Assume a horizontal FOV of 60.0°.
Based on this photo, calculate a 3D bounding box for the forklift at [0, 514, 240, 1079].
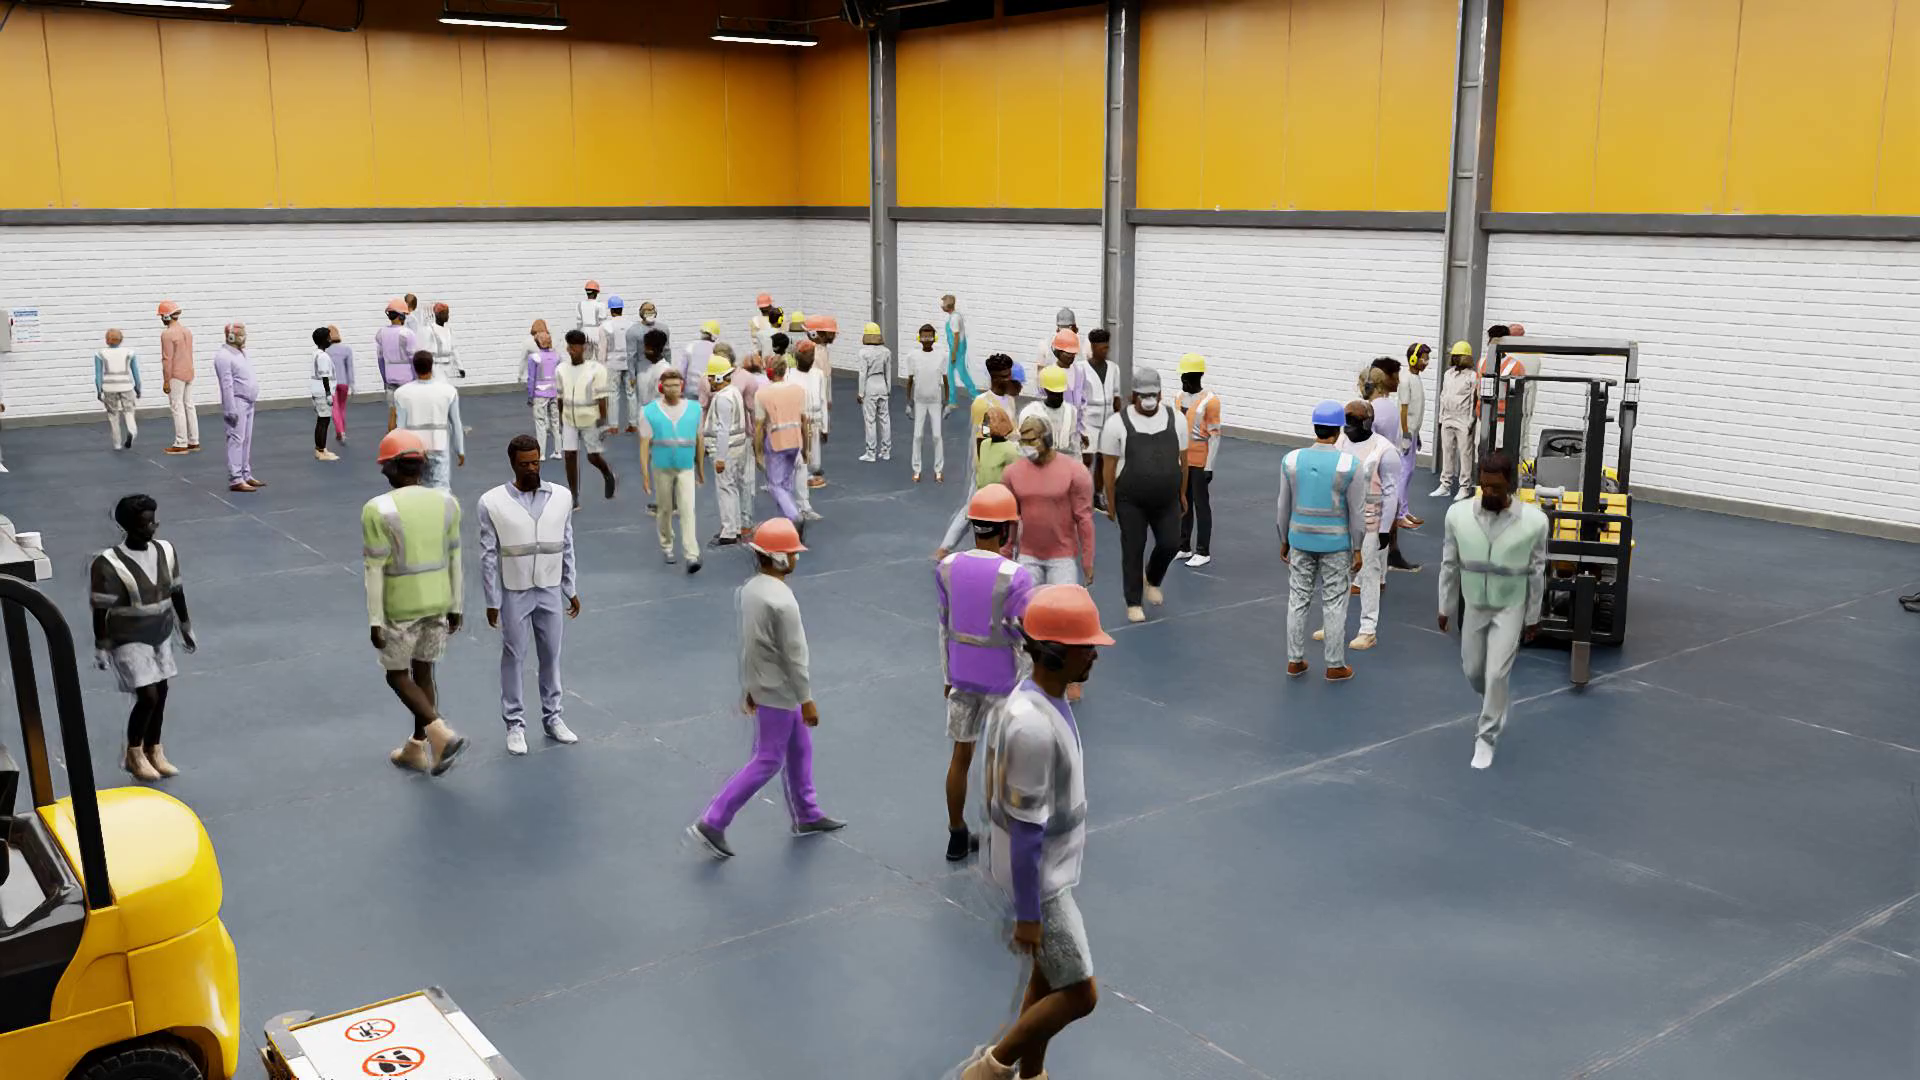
[{"bbox_3d":[-3.687,1.115,5.480,2.313,2.155,1.214,-9,15,-36],"label":"forklift"}]

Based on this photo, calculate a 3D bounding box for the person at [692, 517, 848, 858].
[{"bbox_3d":[-0.979,0.739,8.435,0.825,1.724,0.558,-4,12,-20],"label":"person"}]

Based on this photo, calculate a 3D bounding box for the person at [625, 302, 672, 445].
[{"bbox_3d":[-4.148,-2.225,22.269,0.636,1.928,0.384,-8,14,-35],"label":"person"}]

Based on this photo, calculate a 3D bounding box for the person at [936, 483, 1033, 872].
[{"bbox_3d":[0.142,0.679,8.234,0.544,1.930,0.388,8,14,34],"label":"person"}]

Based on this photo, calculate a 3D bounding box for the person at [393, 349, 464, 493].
[{"bbox_3d":[-5.044,-0.869,15.831,0.597,1.889,0.946,-3,12,-14],"label":"person"}]

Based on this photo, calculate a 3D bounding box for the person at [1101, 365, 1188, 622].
[{"bbox_3d":[1.460,-0.377,13.056,0.698,2.000,0.567,-2,12,-8],"label":"person"}]

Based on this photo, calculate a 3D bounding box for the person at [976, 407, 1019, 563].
[{"bbox_3d":[0.290,-0.269,13.522,0.282,1.633,0.500,-8,14,-34],"label":"person"}]

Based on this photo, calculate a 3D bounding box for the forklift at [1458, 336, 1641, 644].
[{"bbox_3d":[4.683,-0.471,13.136,1.214,2.155,2.313,4,12,20],"label":"forklift"}]

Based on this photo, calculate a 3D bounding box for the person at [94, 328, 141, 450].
[{"bbox_3d":[-10.961,-1.952,21.674,0.535,1.614,0.583,-7,14,-31],"label":"person"}]

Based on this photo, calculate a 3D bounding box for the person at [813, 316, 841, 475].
[{"bbox_3d":[-1.690,-1.709,19.822,0.578,1.899,0.556,2,12,10],"label":"person"}]

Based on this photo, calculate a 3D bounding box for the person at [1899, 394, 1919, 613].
[{"bbox_3d":[7.798,-0.371,13.319,0.390,1.929,0.540,6,13,26],"label":"person"}]

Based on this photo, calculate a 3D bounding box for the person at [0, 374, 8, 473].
[{"bbox_3d":[-11.704,-1.648,19.914,0.321,1.743,0.488,11,16,43],"label":"person"}]

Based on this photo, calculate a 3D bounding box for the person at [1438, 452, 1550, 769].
[{"bbox_3d":[3.175,0.368,9.882,0.604,1.881,0.721,7,13,29],"label":"person"}]

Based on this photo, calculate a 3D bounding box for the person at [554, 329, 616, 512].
[{"bbox_3d":[-3.987,-1.287,17.695,0.614,1.941,0.747,3,12,15],"label":"person"}]

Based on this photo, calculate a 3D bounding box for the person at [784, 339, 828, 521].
[{"bbox_3d":[-1.677,-1.154,17.266,0.588,1.860,0.737,-11,16,-44],"label":"person"}]

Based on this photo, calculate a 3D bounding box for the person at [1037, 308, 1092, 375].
[{"bbox_3d":[1.231,-1.686,19.377,0.683,2.000,0.536,1,12,4],"label":"person"}]

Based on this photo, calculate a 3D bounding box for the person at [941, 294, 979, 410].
[{"bbox_3d":[0.025,-2.930,25.985,0.692,1.812,0.530,-3,12,-12],"label":"person"}]

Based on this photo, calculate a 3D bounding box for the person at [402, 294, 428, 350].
[{"bbox_3d":[-8.309,-2.829,25.373,0.325,1.843,0.517,5,13,25],"label":"person"}]

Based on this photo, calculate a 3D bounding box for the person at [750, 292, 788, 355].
[{"bbox_3d":[-2.846,-2.784,25.033,0.603,1.896,0.828,0,12,-2],"label":"person"}]

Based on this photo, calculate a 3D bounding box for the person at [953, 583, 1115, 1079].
[{"bbox_3d":[0.302,1.143,5.747,0.444,2.025,0.642,2,12,8],"label":"person"}]

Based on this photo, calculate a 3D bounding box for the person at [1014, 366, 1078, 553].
[{"bbox_3d":[0.720,-0.586,14.438,0.624,1.894,0.677,-9,15,-38],"label":"person"}]

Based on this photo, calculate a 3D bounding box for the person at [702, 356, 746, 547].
[{"bbox_3d":[-2.243,-0.845,15.864,0.403,1.819,0.602,0,12,0],"label":"person"}]

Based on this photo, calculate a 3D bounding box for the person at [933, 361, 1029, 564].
[{"bbox_3d":[0.234,-0.642,14.765,1.001,1.885,0.603,-4,12,-19],"label":"person"}]

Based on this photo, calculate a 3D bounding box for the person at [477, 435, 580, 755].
[{"bbox_3d":[-2.590,0.313,10.028,0.594,1.917,0.388,-9,15,-37],"label":"person"}]

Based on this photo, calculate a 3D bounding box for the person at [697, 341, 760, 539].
[{"bbox_3d":[-2.280,-0.972,16.226,0.649,1.921,0.564,4,12,19],"label":"person"}]

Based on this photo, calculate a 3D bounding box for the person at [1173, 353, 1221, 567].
[{"bbox_3d":[2.092,-0.728,15.027,0.369,1.926,0.591,-7,14,-32],"label":"person"}]

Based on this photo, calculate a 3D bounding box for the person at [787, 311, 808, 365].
[{"bbox_3d":[-2.228,-2.327,23.220,0.504,1.722,0.583,-3,12,-14],"label":"person"}]

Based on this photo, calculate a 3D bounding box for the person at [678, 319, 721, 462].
[{"bbox_3d":[-3.243,-1.877,20.946,0.606,1.784,0.829,4,12,20],"label":"person"}]

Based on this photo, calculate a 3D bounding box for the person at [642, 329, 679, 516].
[{"bbox_3d":[-3.135,-1.226,17.406,0.394,1.946,0.643,-2,12,-8],"label":"person"}]

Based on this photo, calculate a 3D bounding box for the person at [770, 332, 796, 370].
[{"bbox_3d":[-2.173,-1.728,20.460,0.395,1.667,0.562,2,12,8],"label":"person"}]
